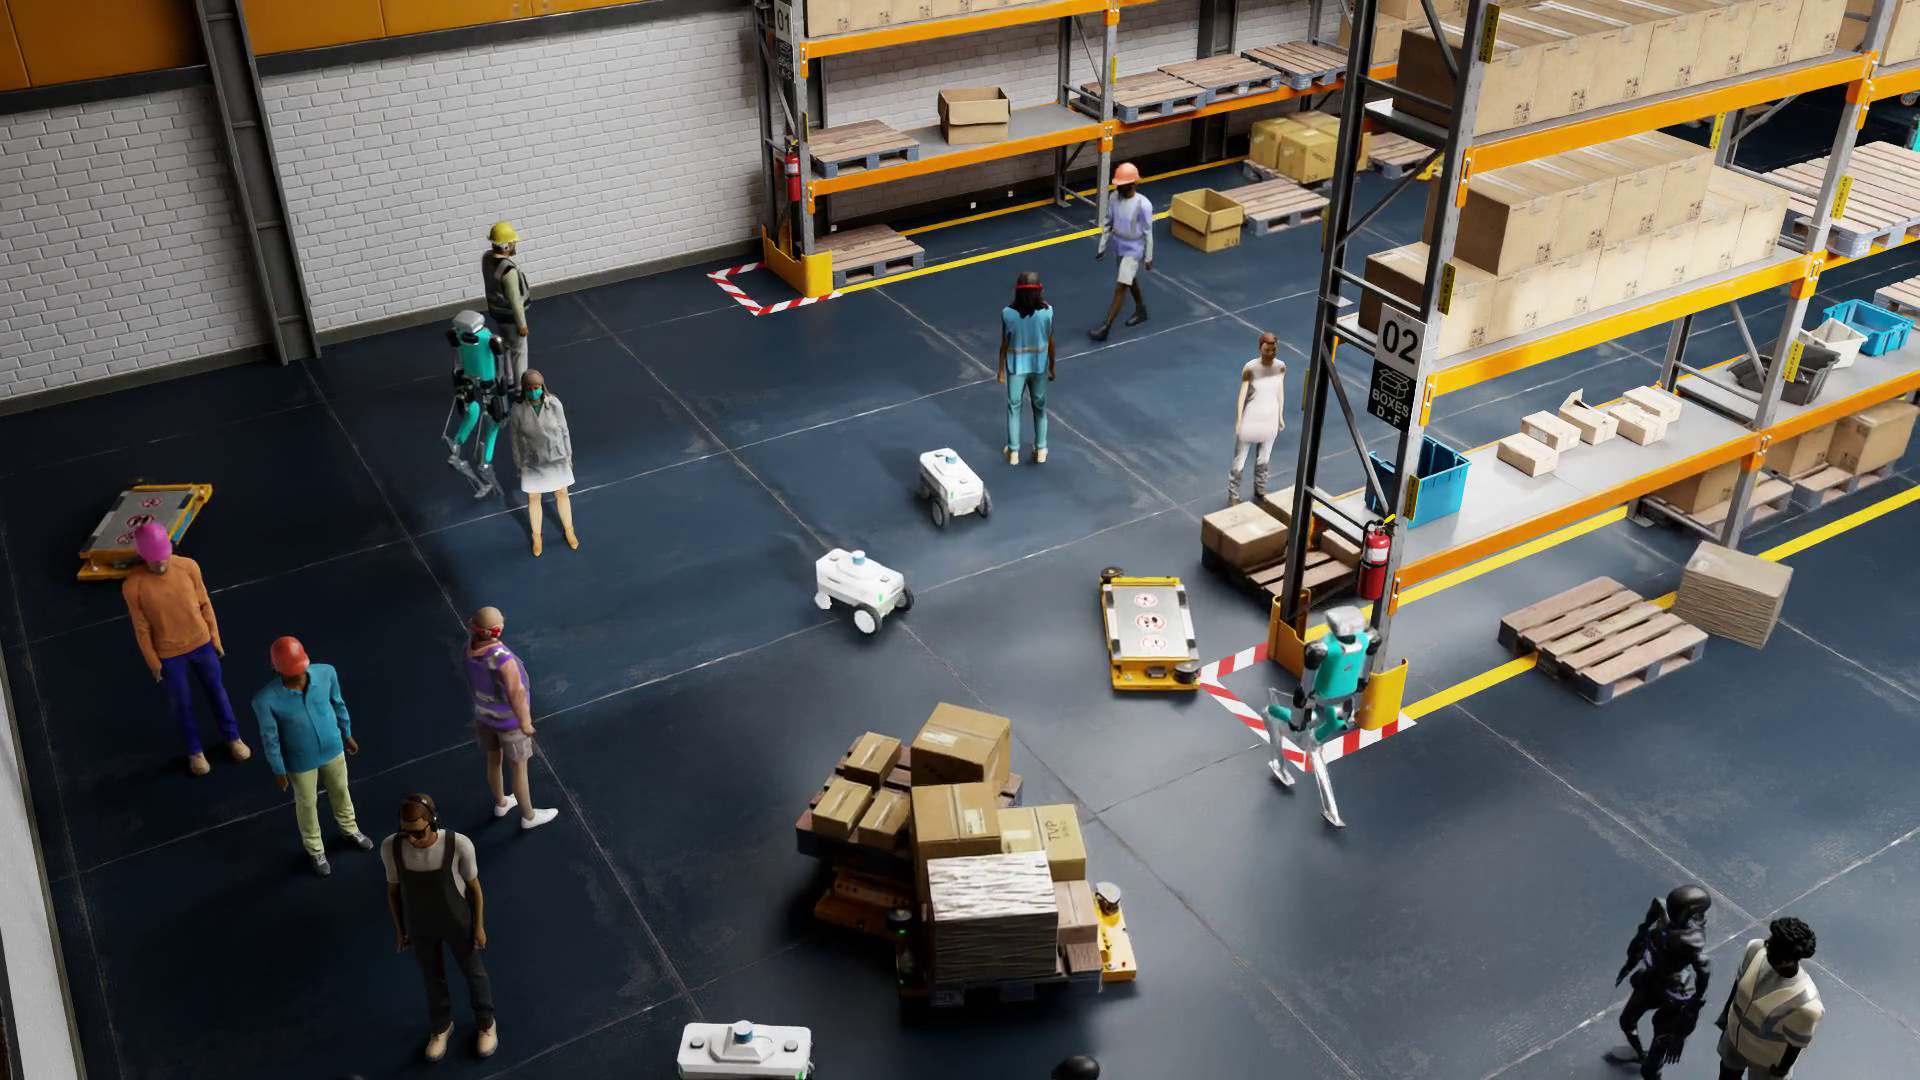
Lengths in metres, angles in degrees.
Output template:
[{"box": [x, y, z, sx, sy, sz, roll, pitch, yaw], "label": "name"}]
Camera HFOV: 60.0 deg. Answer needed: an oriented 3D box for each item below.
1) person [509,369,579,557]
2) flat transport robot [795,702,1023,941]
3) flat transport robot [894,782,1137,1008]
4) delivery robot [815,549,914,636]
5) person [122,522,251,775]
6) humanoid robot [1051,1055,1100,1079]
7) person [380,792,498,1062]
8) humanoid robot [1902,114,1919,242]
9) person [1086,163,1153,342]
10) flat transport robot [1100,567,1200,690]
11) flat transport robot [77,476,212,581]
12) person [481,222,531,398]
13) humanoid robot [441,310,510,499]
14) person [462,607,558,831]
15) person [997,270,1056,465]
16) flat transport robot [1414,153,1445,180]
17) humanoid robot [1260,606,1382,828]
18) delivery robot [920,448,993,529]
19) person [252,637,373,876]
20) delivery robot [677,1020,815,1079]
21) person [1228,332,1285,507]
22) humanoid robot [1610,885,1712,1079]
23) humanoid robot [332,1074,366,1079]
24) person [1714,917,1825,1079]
[{"box": [-3.455, -0.642, 13.795, 0.483, 1.659, 0.337, -11, 34, -16], "label": "person"}, {"box": [-0.353, 2.017, 10.866, 0.659, 0.231, 1.431, 12, 34, 18], "label": "flat transport robot"}, {"box": [0.318, 2.446, 10.183, 1.431, 0.231, 0.659, -3, 32, -5], "label": "flat transport robot"}, {"box": [-0.793, 0.358, 13.231, 0.774, 0.581, 0.499, 21, 38, 30], "label": "delivery robot"}, {"box": [-5.298, 0.723, 11.332, 0.510, 1.976, 0.405, -24, 39, -33], "label": "person"}, {"box": [0.670, 2.980, 8.027, 0.659, 1.620, 0.609, -15, 35, -23], "label": "humanoid robot"}, {"box": [-2.871, 2.133, 9.198, 0.507, 1.846, 0.346, -3, 32, -4], "label": "person"}, {"box": [11.392, -4.285, 19.619, 0.802, 1.844, 0.545, -23, 39, -32], "label": "humanoid robot"}, {"box": [1.699, -3.032, 17.405, 1.003, 1.879, 0.565, -23, 39, -32], "label": "person"}, {"box": [1.468, 0.683, 12.994, 0.659, 0.231, 1.431, 0, 32, 0], "label": "flat transport robot"}, {"box": [-6.980, -0.112, 14.263, 0.659, 0.231, 1.431, -2, 32, -3], "label": "flat transport robot"}, {"box": [-4.361, -2.213, 16.155, 0.404, 1.823, 0.597, -23, 39, -32], "label": "person"}, {"box": [-4.228, -1.040, 14.384, 0.543, 1.832, 0.751, 11, 34, 17], "label": "humanoid robot"}, {"box": [-2.998, 1.160, 10.891, 0.484, 1.694, 0.349, 21, 38, 29], "label": "person"}, {"box": [0.608, -1.545, 15.044, 0.538, 1.865, 0.374, -3, 32, -5], "label": "person"}, {"box": [6.709, -4.815, 21.763, 1.431, 0.231, 0.659, 15, 35, 22], "label": "flat transport robot"}, {"box": [2.322, 1.053, 11.048, 0.536, 1.736, 0.998, -11, 34, -17], "label": "humanoid robot"}, {"box": [-0.077, -0.499, 14.599, 0.499, 0.583, 0.774, -14, 35, -21], "label": "delivery robot"}, {"box": [-4.098, 1.336, 10.554, 0.334, 1.749, 0.574, 25, 40, 34], "label": "person"}, {"box": [-1.201, 2.906, 9.197, 0.816, 0.613, 0.499, 1, 32, 2], "label": "delivery robot"}, {"box": [2.591, -1.034, 14.420, 0.450, 1.661, 0.283, -7, 33, -11], "label": "person"}, {"box": [3.789, 2.419, 8.906, 0.424, 1.648, 0.628, -6, 33, -10], "label": "humanoid robot"}, {"box": [-2.641, 3.094, 7.821, 0.406, 1.639, 0.611, -21, 38, -30], "label": "humanoid robot"}, {"box": [4.128, 2.597, 8.600, 0.320, 1.693, 0.533, -8, 33, -12], "label": "person"}]
